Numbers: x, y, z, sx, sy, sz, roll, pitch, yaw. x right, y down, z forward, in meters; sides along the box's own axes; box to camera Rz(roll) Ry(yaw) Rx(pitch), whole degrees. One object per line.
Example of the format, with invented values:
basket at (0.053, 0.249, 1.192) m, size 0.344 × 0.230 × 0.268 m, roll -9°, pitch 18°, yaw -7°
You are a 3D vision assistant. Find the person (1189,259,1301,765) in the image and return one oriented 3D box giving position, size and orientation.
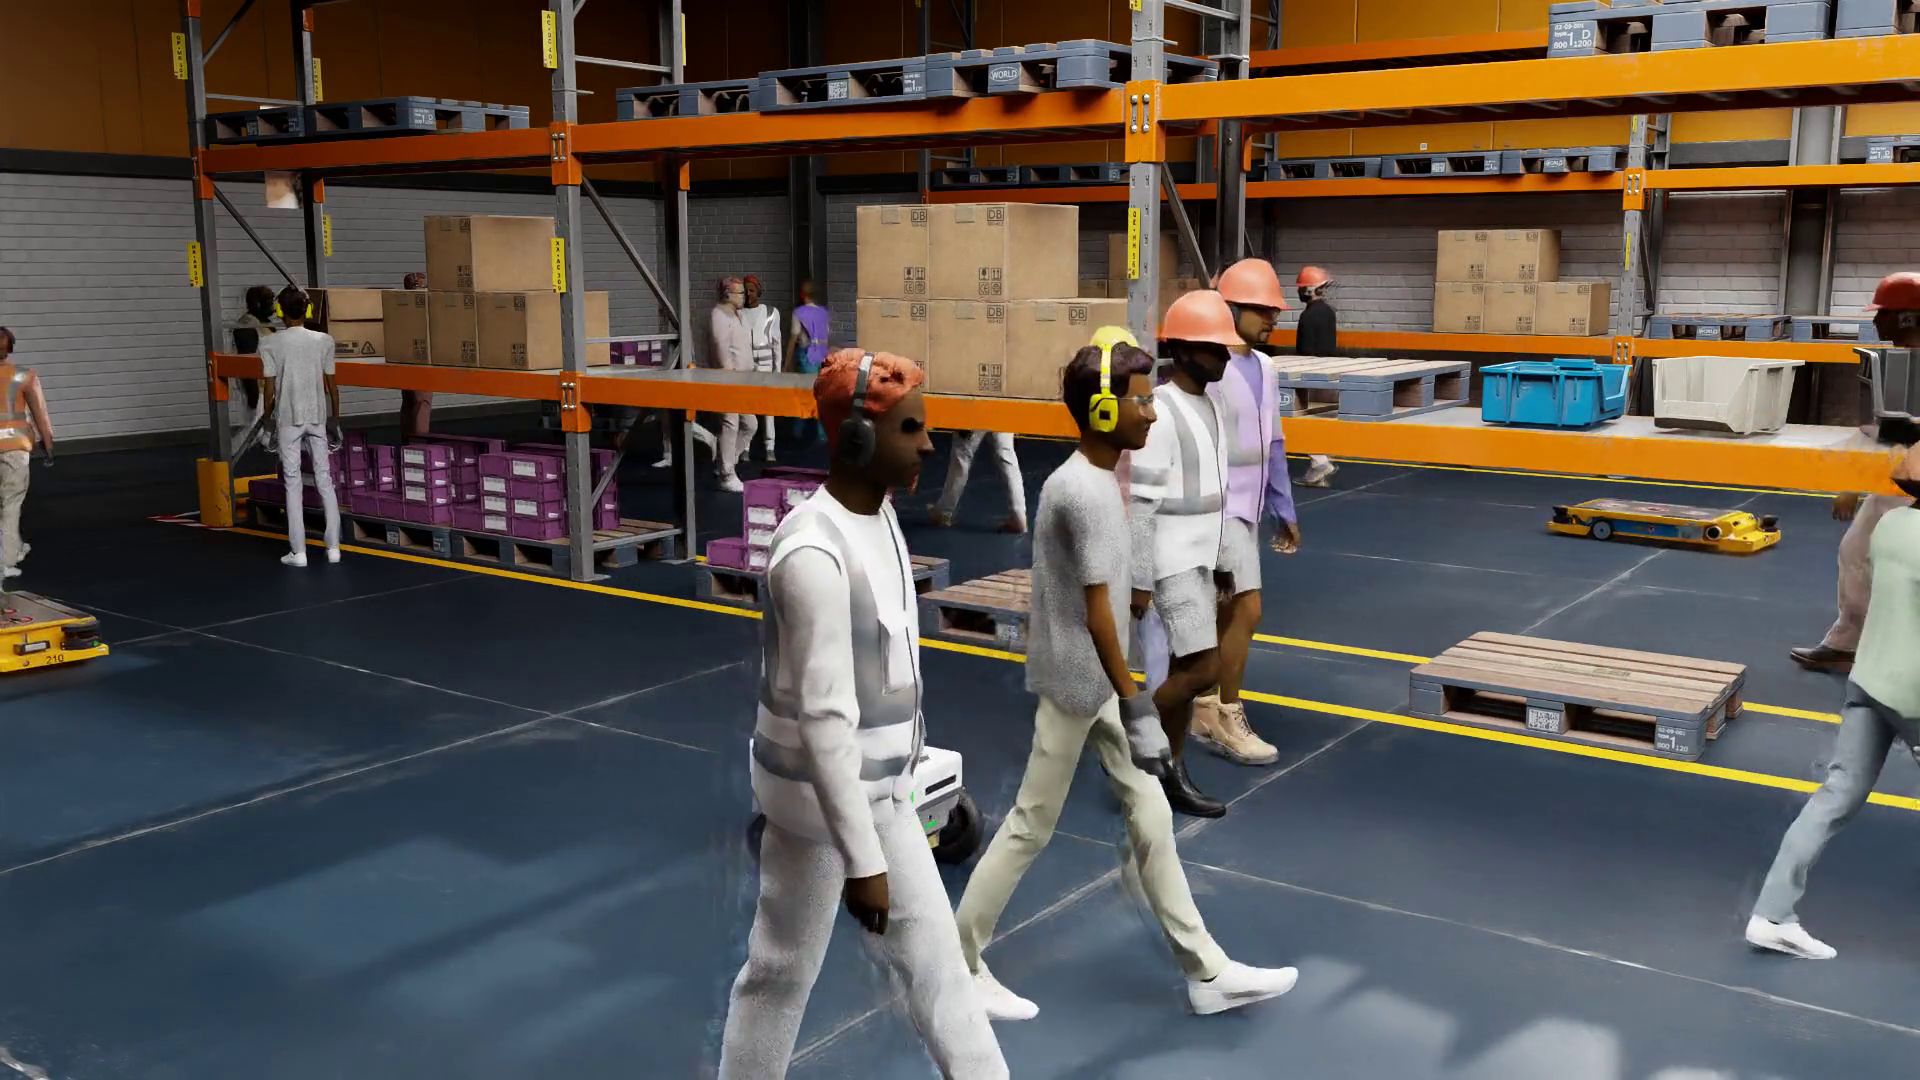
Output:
person at (1.197, -0.108, 6.712) m, size 0.649 × 2.022 × 0.623 m, roll 8°, pitch 12°, yaw 38°

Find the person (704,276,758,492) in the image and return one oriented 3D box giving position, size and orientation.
person at (-2.001, -1.357, 14.570) m, size 0.398 × 1.896 × 0.668 m, roll 1°, pitch 10°, yaw 8°

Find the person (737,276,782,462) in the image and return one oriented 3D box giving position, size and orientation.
person at (-2.088, -1.718, 16.780) m, size 0.578 × 1.878 × 0.351 m, roll -1°, pitch 10°, yaw -5°

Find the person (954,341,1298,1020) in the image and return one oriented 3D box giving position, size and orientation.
person at (0.372, 0.400, 4.334) m, size 0.994 × 1.817 × 0.516 m, roll 2°, pitch 10°, yaw 12°

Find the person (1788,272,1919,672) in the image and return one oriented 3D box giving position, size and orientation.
person at (4.356, -0.274, 7.907) m, size 0.847 × 1.963 × 0.628 m, roll 7°, pitch 12°, yaw 34°

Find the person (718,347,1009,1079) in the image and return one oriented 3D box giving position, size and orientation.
person at (-0.127, 0.540, 3.398) m, size 0.956 × 1.839 × 0.606 m, roll 2°, pitch 10°, yaw 14°

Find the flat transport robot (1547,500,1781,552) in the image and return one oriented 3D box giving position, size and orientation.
flat transport robot at (5.086, -0.124, 12.039) m, size 1.431 × 0.197 × 0.652 m, roll 8°, pitch 13°, yaw 41°

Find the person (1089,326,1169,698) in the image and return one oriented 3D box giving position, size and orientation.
person at (0.660, -0.022, 7.058) m, size 0.565 × 1.750 × 0.544 m, roll 8°, pitch 12°, yaw 38°

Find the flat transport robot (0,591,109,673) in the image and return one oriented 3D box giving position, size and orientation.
flat transport robot at (-5.018, 0.457, 8.578) m, size 1.431 × 0.197 × 0.652 m, roll 9°, pitch 13°, yaw 42°

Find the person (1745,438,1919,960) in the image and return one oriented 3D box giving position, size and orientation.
person at (2.719, 0.449, 4.729) m, size 0.894 × 1.577 × 0.510 m, roll 0°, pitch 10°, yaw 1°

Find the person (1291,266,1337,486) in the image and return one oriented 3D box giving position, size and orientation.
person at (3.146, -1.448, 14.861) m, size 0.419 × 1.977 × 0.615 m, roll 7°, pitch 12°, yaw 38°

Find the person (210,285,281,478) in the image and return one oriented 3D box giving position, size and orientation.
person at (-6.292, -1.367, 14.873) m, size 0.800 × 1.815 × 0.629 m, roll 0°, pitch 10°, yaw 1°

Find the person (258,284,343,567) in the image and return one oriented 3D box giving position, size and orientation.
person at (-4.381, -0.757, 11.059) m, size 0.534 × 1.868 × 0.309 m, roll -7°, pitch 12°, yaw -38°

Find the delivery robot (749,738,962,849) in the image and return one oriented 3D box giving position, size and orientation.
delivery robot at (-0.354, 0.782, 5.521) m, size 0.707 × 0.478 × 0.477 m, roll 6°, pitch 11°, yaw 33°

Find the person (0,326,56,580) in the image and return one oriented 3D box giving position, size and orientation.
person at (-6.142, -0.580, 10.763) m, size 0.545 × 1.599 × 0.807 m, roll -1°, pitch 10°, yaw -7°

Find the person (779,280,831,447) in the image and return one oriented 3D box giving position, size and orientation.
person at (-1.742, -1.921, 18.172) m, size 0.894 × 1.808 × 0.574 m, roll 5°, pitch 11°, yaw 27°

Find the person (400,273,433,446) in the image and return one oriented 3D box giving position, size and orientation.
person at (-5.348, -1.681, 16.450) m, size 0.403 × 1.906 × 0.651 m, roll -8°, pitch 12°, yaw -39°

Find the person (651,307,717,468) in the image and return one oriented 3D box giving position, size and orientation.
person at (-2.686, -1.500, 16.209) m, size 0.606 × 1.614 × 0.518 m, roll -3°, pitch 10°, yaw -20°

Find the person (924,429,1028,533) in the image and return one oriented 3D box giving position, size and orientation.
person at (0.153, -0.955, 12.475) m, size 0.655 × 1.787 × 0.975 m, roll -9°, pitch 13°, yaw -42°

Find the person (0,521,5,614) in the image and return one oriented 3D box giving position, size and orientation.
person at (-3.848, 0.183, 6.223) m, size 0.499 × 1.609 × 0.715 m, roll -6°, pitch 11°, yaw -31°

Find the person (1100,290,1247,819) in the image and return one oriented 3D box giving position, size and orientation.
person at (0.826, 0.072, 5.973) m, size 0.396 × 1.923 × 0.543 m, roll 5°, pitch 11°, yaw 29°
